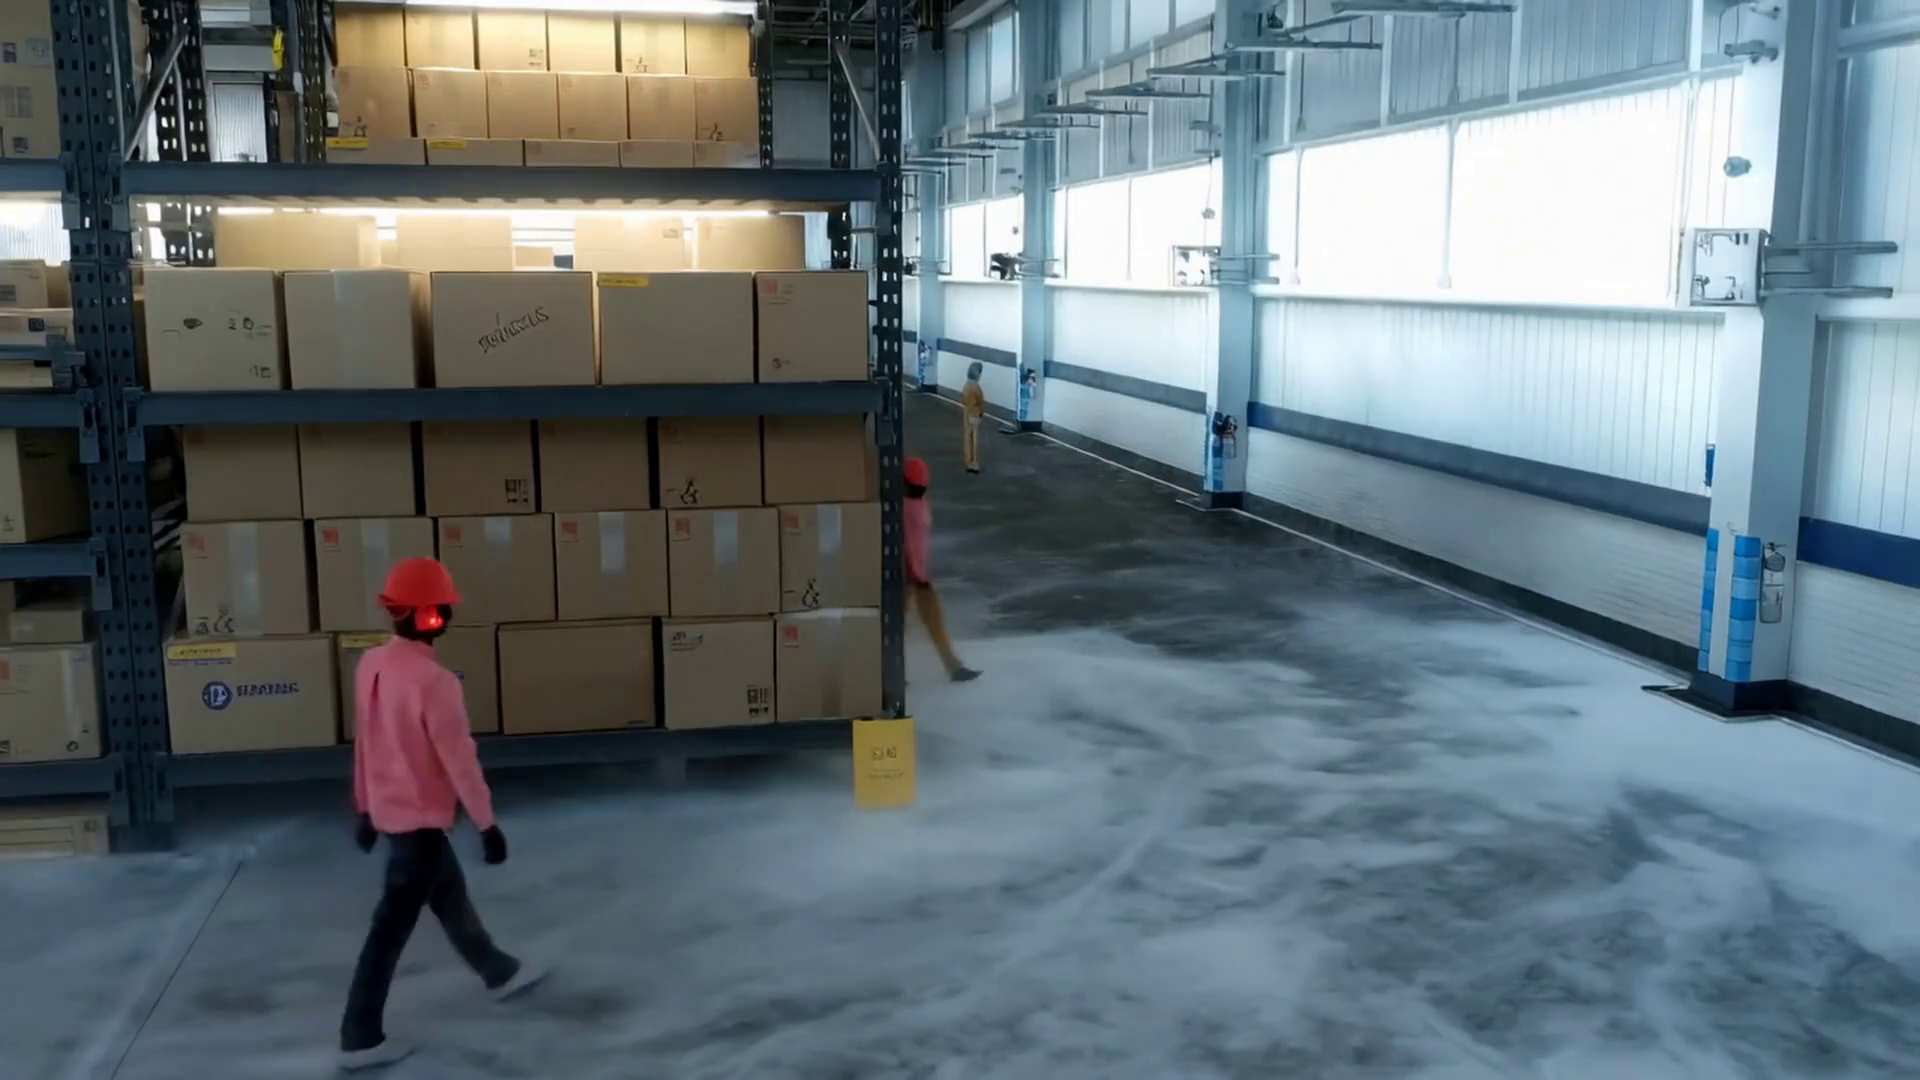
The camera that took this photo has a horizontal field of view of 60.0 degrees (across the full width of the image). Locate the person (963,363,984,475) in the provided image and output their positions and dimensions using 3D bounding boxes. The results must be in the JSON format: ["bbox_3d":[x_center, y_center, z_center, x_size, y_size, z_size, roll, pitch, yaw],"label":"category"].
[{"bbox_3d":[0.199,-1.790,24.479,0.315,1.641,0.515,2,10,15],"label":"person"}]

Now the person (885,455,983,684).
[{"bbox_3d":[-0.268,0.236,11.933,0.863,1.708,0.548,4,10,21],"label":"person"}]

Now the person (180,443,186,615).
[{"bbox_3d":[-5.766,0.035,12.514,0.820,1.917,0.617,-3,10,-17],"label":"person"}]

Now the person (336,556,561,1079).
[{"bbox_3d":[-1.997,1.023,6.411,1.040,1.934,0.637,-9,13,-43],"label":"person"}]
